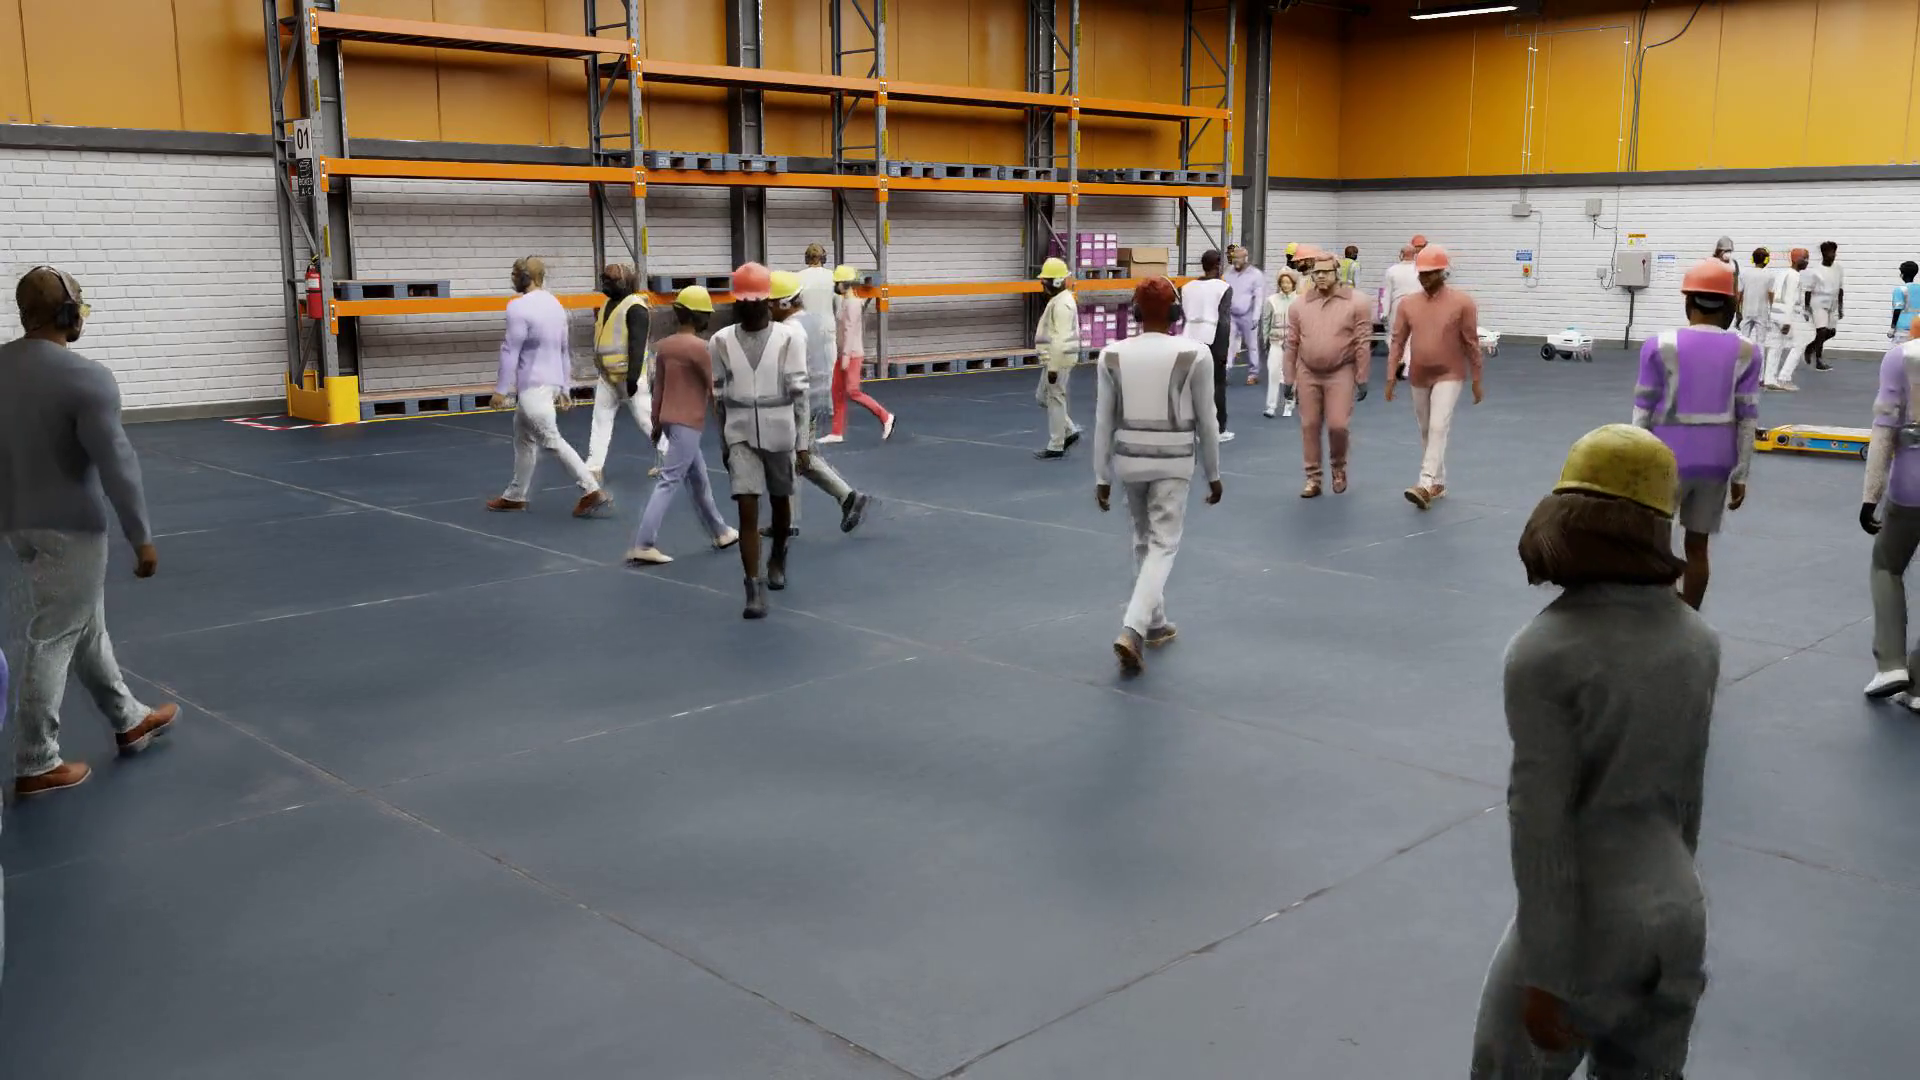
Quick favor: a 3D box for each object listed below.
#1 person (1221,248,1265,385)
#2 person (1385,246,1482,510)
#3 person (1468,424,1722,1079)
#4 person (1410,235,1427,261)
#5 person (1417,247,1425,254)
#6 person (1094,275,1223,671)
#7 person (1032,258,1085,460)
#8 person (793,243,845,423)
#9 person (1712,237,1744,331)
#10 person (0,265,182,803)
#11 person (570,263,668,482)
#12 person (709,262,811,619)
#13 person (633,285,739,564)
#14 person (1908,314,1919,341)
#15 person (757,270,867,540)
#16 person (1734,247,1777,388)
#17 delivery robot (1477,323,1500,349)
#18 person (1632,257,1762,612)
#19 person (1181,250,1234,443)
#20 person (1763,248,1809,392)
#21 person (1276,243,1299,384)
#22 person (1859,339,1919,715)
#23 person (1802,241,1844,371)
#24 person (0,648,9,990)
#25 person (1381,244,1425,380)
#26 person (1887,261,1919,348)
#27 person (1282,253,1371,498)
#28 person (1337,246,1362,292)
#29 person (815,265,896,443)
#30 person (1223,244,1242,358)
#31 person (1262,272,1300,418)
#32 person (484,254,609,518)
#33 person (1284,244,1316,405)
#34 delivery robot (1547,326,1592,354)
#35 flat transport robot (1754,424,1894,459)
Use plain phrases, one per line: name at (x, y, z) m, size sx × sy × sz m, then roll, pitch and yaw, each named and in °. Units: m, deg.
person at (3.752, -2.980, 22.305) m, size 0.640 × 1.855 × 0.999 m, roll 6°, pitch 12°, yaw 30°
person at (3.503, -1.208, 12.419) m, size 0.649 × 1.930 × 1.032 m, roll 8°, pitch 13°, yaw 38°
person at (1.100, 0.665, 2.830) m, size 0.500 × 1.703 × 0.497 m, roll -4°, pitch 11°, yaw -23°
person at (8.536, -4.681, 31.128) m, size 0.588 × 2.017 × 0.707 m, roll 5°, pitch 12°, yaw 26°
person at (8.231, -4.371, 29.987) m, size 0.434 × 1.816 × 0.601 m, roll -2°, pitch 11°, yaw -11°
person at (0.899, -0.327, 7.880) m, size 0.578 × 1.850 × 0.920 m, roll 6°, pitch 12°, yaw 29°
person at (0.862, -1.612, 14.931) m, size 0.414 × 1.819 × 0.619 m, roll 0°, pitch 10°, yaw 2°
person at (-1.541, -2.211, 17.897) m, size 0.629 × 1.934 × 0.376 m, roll -1°, pitch 10°, yaw -8°
person at (11.361, -3.518, 24.730) m, size 0.691 × 2.000 × 1.024 m, roll -2°, pitch 11°, yaw -9°
person at (-3.217, -0.048, 6.168) m, size 0.659 × 1.903 × 0.931 m, roll 4°, pitch 11°, yaw 23°
person at (-2.756, -1.382, 13.755) m, size 0.944 × 1.801 × 0.639 m, roll -9°, pitch 14°, yaw -40°
person at (-1.083, -0.578, 9.134) m, size 0.556 × 1.899 × 0.993 m, roll 0°, pitch 10°, yaw 0°
person at (-1.690, -0.719, 10.362) m, size 0.929 × 1.710 × 0.520 m, roll -8°, pitch 13°, yaw -38°
person at (8.722, -1.518, 14.881) m, size 0.542 × 1.656 × 0.608 m, roll 2°, pitch 11°, yaw 11°
person at (-1.007, -0.881, 11.030) m, size 0.671 × 1.798 × 0.634 m, roll 2°, pitch 11°, yaw 13°
person at (10.606, -2.967, 22.188) m, size 0.327 × 1.871 × 0.514 m, roll -10°, pitch 14°, yaw -44°
delivery robot at (8.658, -3.397, 27.868) m, size 0.707 × 0.478 × 0.477 m, roll 6°, pitch 12°, yaw 30°
person at (3.434, -0.355, 7.798) m, size 0.566 × 1.922 × 0.553 m, roll 1°, pitch 10°, yaw 7°
person at (2.406, -1.874, 16.215) m, size 0.601 × 1.878 × 0.841 m, roll 8°, pitch 13°, yaw 38°
person at (10.698, -2.824, 21.477) m, size 0.548 × 1.848 × 0.589 m, roll 1°, pitch 10°, yaw 8°
person at (4.499, -3.085, 22.706) m, size 0.382 × 1.917 × 0.585 m, roll 4°, pitch 11°, yaw 22°
person at (4.139, -0.209, 7.057) m, size 0.629 × 1.896 × 0.471 m, roll 2°, pitch 11°, yaw 10°
person at (12.926, -3.515, 24.975) m, size 0.635 × 1.948 × 0.694 m, roll -3°, pitch 11°, yaw -14°
person at (-1.377, 0.706, 2.005) m, size 0.377 × 1.927 × 0.542 m, roll 1°, pitch 10°, yaw 6°
person at (6.208, -3.176, 23.251) m, size 0.673 × 1.892 × 0.423 m, roll -1°, pitch 10°, yaw -3°
person at (12.073, -2.704, 21.232) m, size 0.536 × 1.694 × 0.322 m, roll -4°, pitch 11°, yaw -22°
person at (2.795, -1.254, 12.792) m, size 0.666 × 1.888 × 0.439 m, roll 5°, pitch 12°, yaw 26°
person at (7.054, -4.413, 30.179) m, size 0.429 × 1.836 × 0.620 m, roll -6°, pitch 12°, yaw -30°
person at (-1.021, -1.798, 16.162) m, size 0.714 × 1.742 × 0.526 m, roll -3°, pitch 11°, yaw -16°
person at (4.481, -3.934, 27.462) m, size 0.328 × 1.872 × 0.513 m, roll -9°, pitch 13°, yaw -39°
person at (3.579, -2.138, 18.347) m, size 0.541 × 1.606 × 0.758 m, roll 4°, pitch 11°, yaw 19°
person at (-2.986, -1.102, 11.974) m, size 1.001 × 1.904 × 0.644 m, roll 2°, pitch 11°, yaw 12°
person at (4.060, -2.505, 19.525) m, size 0.590 × 1.912 × 0.558 m, roll -4°, pitch 11°, yaw -20°
delivery robot at (9.810, -3.194, 26.759) m, size 0.477 × 0.478 × 0.707 m, roll -5°, pitch 12°, yaw -27°
flat transport robot at (8.138, -0.913, 15.354) m, size 1.431 × 0.197 × 0.652 m, roll 9°, pitch 14°, yaw 41°
